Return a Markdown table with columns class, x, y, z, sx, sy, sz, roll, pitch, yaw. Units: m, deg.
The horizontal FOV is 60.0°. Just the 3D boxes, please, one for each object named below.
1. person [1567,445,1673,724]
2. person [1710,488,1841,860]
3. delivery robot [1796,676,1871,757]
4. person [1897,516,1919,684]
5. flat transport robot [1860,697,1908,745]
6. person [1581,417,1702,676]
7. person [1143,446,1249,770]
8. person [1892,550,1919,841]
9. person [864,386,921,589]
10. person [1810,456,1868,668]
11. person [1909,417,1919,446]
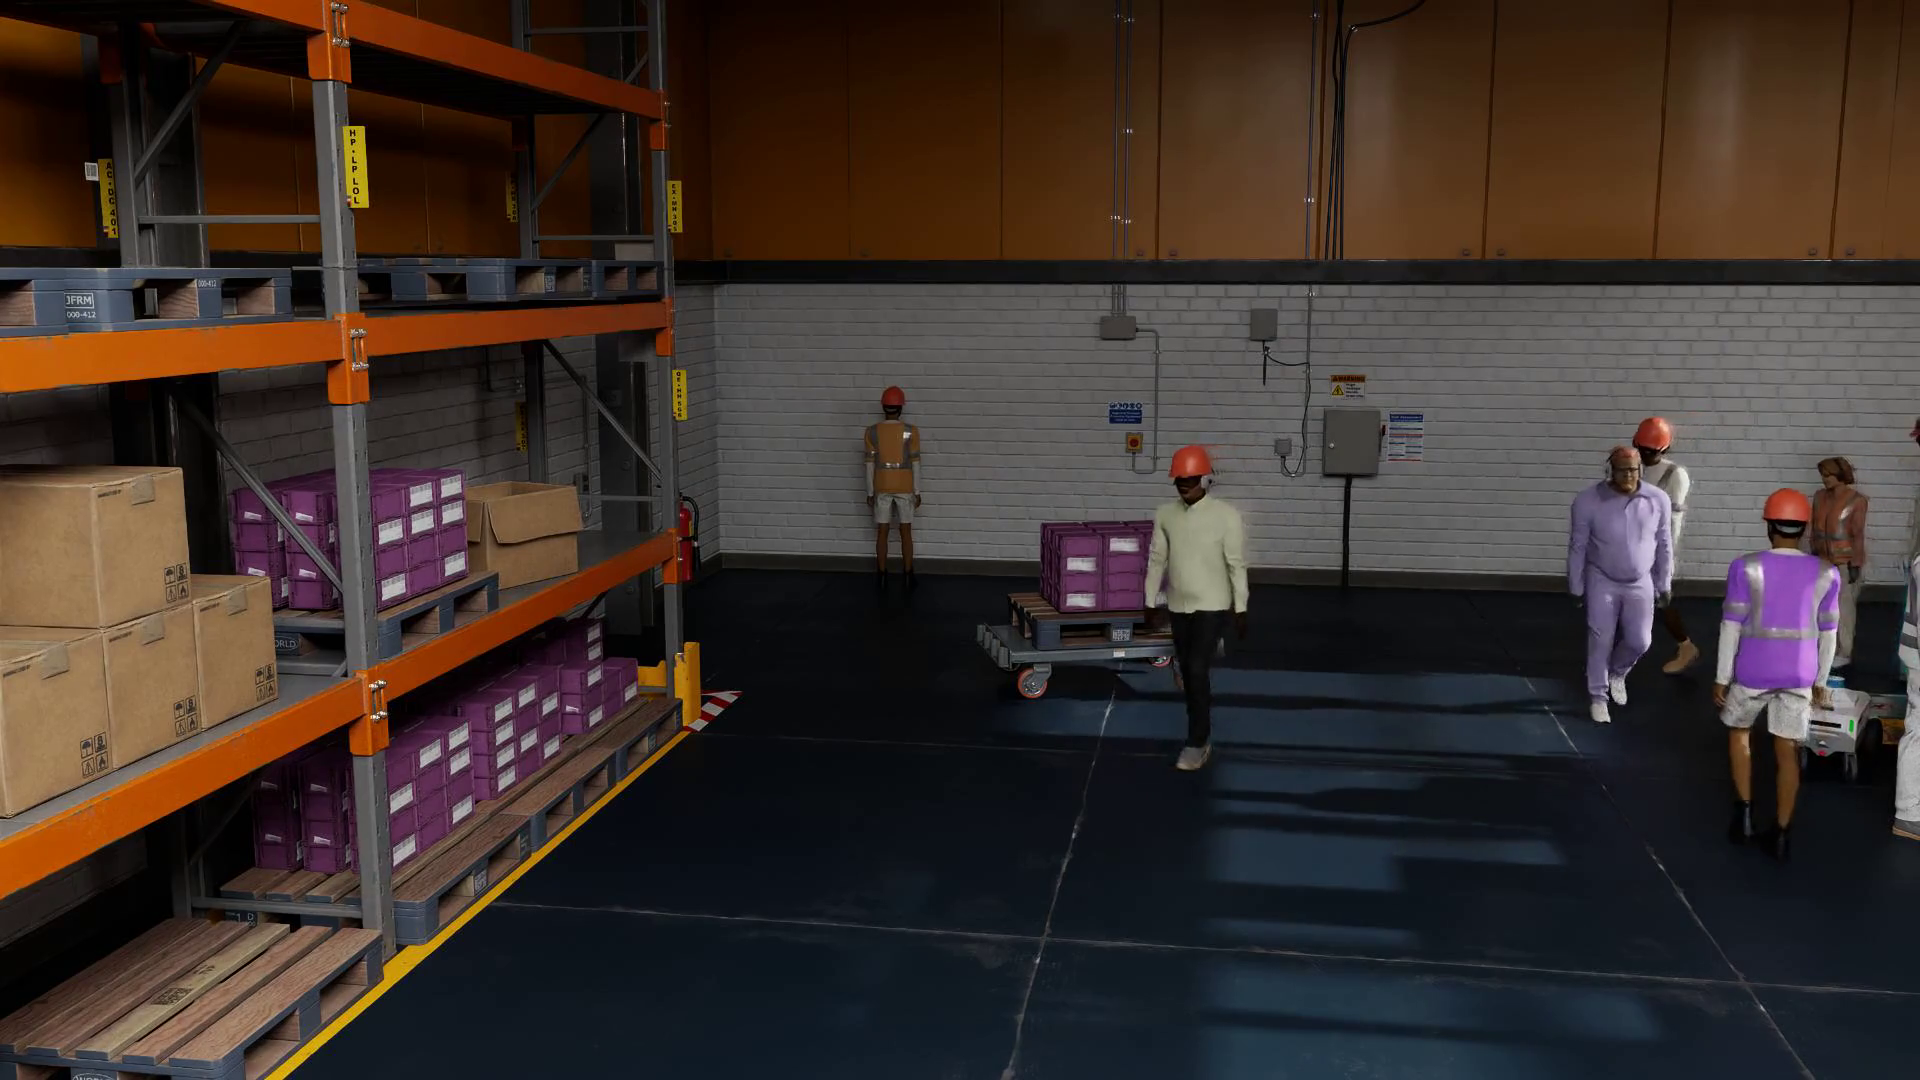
| class | x | y | z | sx | sy | sz | roll | pitch | yaw |
| --- | --- | --- | --- | --- | --- | --- | --- | --- | --- |
| person | 4.442 | 0.284 | 11.236 | 0.694 | 1.885 | 0.519 | 1 | 9 | 6 |
| person | 4.224 | 0.688 | 8.657 | 0.617 | 1.909 | 0.534 | 2 | 9 | 10 |
| delivery robot | 5.325 | 1.075 | 10.150 | 0.477 | 0.478 | 0.707 | 6 | 11 | 35 |
| person | 7.148 | 0.216 | 12.062 | 0.565 | 1.749 | 0.526 | 1 | 9 | 9 |
| flat transport robot | 6.159 | 1.169 | 10.729 | 1.431 | 0.197 | 0.652 | 1 | 9 | 5 |
| person | 5.151 | 0.058 | 12.342 | 0.816 | 1.987 | 0.651 | -4 | 10 | -24 |
| person | 1.382 | 0.412 | 10.155 | 0.657 | 1.967 | 0.726 | 8 | 12 | 39 |
| person | 5.224 | 0.664 | 8.893 | 0.356 | 1.882 | 0.574 | 7 | 11 | 36 |
| person | -0.634 | -0.496 | 15.868 | 0.542 | 1.939 | 0.361 | 1 | 9 | 5 |
| person | 6.701 | 0.164 | 12.731 | 0.363 | 1.621 | 0.553 | -3 | 10 | -16 |
| person | 7.970 | -0.091 | 13.559 | 0.521 | 1.922 | 0.559 | 3 | 10 | 16 |
